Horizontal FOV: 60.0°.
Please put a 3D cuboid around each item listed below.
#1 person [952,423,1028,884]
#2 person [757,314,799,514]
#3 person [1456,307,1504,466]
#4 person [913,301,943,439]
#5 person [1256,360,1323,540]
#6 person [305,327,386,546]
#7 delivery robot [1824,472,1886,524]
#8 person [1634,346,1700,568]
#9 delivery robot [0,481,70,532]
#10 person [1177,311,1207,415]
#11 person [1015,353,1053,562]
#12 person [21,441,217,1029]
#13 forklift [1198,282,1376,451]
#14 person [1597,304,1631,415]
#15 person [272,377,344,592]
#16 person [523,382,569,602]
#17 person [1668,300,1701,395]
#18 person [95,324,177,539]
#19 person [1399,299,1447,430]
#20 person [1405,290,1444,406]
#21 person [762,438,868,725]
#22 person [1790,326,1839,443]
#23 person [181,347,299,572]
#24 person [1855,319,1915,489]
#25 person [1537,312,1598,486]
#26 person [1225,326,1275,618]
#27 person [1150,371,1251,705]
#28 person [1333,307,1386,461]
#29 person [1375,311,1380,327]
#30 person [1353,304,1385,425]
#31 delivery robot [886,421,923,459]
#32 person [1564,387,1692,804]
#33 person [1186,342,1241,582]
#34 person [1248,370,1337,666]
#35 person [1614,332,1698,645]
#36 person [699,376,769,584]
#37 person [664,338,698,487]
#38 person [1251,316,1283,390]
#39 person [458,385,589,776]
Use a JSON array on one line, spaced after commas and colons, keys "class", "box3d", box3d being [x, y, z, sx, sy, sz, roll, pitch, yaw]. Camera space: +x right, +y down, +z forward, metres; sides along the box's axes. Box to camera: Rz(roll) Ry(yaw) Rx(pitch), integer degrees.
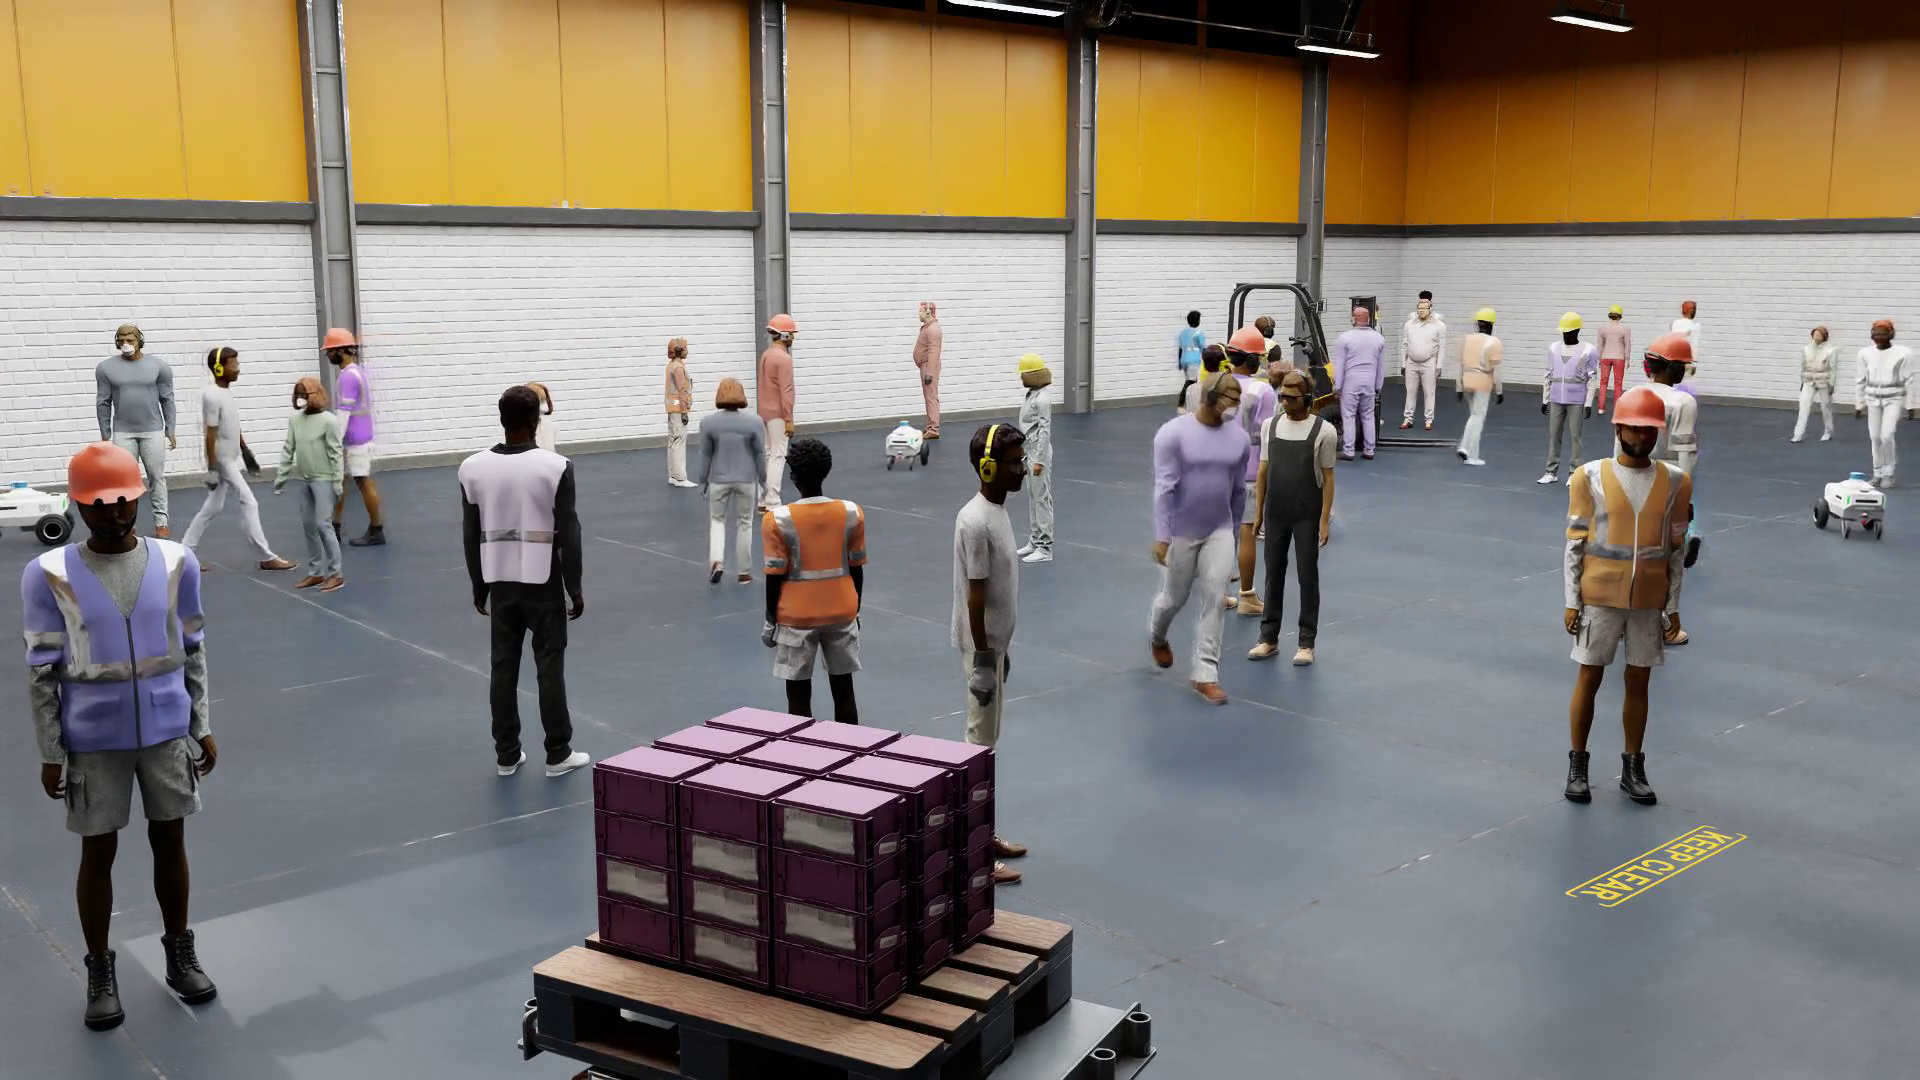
[{"class": "person", "box3d": [0.123, 0.450, 6.806, 0.310, 1.868, 0.532, 1, 10, 8]}, {"class": "person", "box3d": [-1.753, -1.201, 16.178, 0.442, 1.981, 0.625, -4, 11, -23]}, {"class": "person", "box3d": [6.298, -1.854, 20.171, 0.477, 1.912, 0.591, -6, 11, -30]}, {"class": "person", "box3d": [-0.450, -2.354, 23.114, 0.407, 1.908, 0.641, -1, 10, -5]}, {"class": "person", "box3d": [2.935, -0.796, 14.838, 0.692, 1.619, 0.526, 0, 10, -3]}, {"class": "person", "box3d": [-5.417, -0.880, 14.444, 0.770, 1.911, 0.561, -3, 10, -18]}, {"class": "delivery robot", "box3d": [8.177, -0.374, 15.200, 0.477, 0.478, 0.707, 2, 10, 12]}, {"class": "person", "box3d": [5.652, -0.658, 13.443, 0.569, 1.825, 0.720, -4, 10, -20]}, {"class": "delivery robot", "box3d": [-8.249, -0.279, 14.644, 0.707, 0.478, 0.477, -4, 11, -24]}, {"class": "person", "box3d": [3.790, -2.829, 26.619, 0.859, 1.653, 0.539, -5, 11, -29]}, {"class": "person", "box3d": [0.609, -0.687, 13.855, 0.311, 1.735, 0.484, -2, 10, -9]}, {"class": "person", "box3d": [-2.760, 0.635, 5.524, 0.552, 1.936, 0.358, -8, 13, -39]}, {"class": "forklift", "box3d": [4.328, -2.346, 22.227, 2.313, 2.155, 1.214, 3, 10, 16]}, {"class": "person", "box3d": [10.428, -2.871, 26.541, 0.525, 1.772, 0.301, 7, 12, 37]}, {"class": "person", "box3d": [-4.935, -0.428, 12.673, 0.524, 1.630, 0.336, 5, 11, 28]}, {"class": "person", "box3d": [-3.054, -0.321, 11.999, 0.286, 1.636, 0.498, 4, 11, 23]}, {"class": "person", "box3d": [10.903, -2.682, 25.149, 0.455, 1.874, 0.591, -6, 11, -29]}, {"class": "person", "box3d": [-7.328, -0.954, 14.825, 0.638, 1.938, 0.356, -3, 10, -19]}, {"class": "person", "box3d": [6.746, -2.558, 24.311, 0.639, 1.908, 0.409, 6, 11, 30]}, {"class": "person", "box3d": [7.752, -3.187, 27.814, 0.603, 1.966, 0.372, 4, 11, 24]}, {"class": "person", "box3d": [-0.683, 0.367, 7.808, 0.532, 1.693, 0.319, -5, 11, -28]}, {"class": "person", "box3d": [11.735, -2.127, 22.718, 0.869, 1.589, 0.526, -8, 13, -39]}, {"class": "person", "box3d": [-5.886, -0.632, 13.302, 0.962, 1.830, 0.540, -3, 10, -16]}, {"class": "person", "box3d": [10.089, -1.481, 18.174, 0.550, 1.851, 0.604, -7, 12, -37]}, {"class": "person", "box3d": [6.711, -1.550, 18.377, 0.585, 1.917, 0.382, 9, 13, 43]}, {"class": "person", "box3d": [1.989, -0.479, 11.735, 0.386, 2.041, 0.615, -9, 13, -42]}, {"class": "person", "box3d": [1.364, -0.046, 9.674, 0.636, 1.884, 0.861, -3, 10, -15]}, {"class": "person", "box3d": [4.945, -1.934, 20.686, 0.653, 1.900, 0.400, -3, 10, -15]}, {"class": "person", "box3d": [6.012, -2.534, 24.579, 0.328, 1.766, 0.532, -2, 10, -10]}, {"class": "person", "box3d": [6.171, -2.655, 25.057, 0.429, 1.847, 0.626, -3, 10, -20]}, {"class": "delivery robot", "box3d": [-0.664, -1.185, 19.946, 0.477, 0.478, 0.707, 1, 10, 8]}, {"class": "person", "box3d": [3.078, 0.260, 7.705, 0.544, 1.942, 0.347, 1, 10, 7]}, {"class": "person", "box3d": [1.974, -0.601, 12.957, 0.321, 1.871, 0.515, -9, 13, -43]}, {"class": "person", "box3d": [2.069, -0.139, 10.347, 0.506, 1.839, 0.343, 6, 11, 32]}, {"class": "person", "box3d": [4.577, -0.337, 10.903, 0.393, 2.041, 0.613, -4, 11, -23]}, {"class": "person", "box3d": [-1.733, -0.442, 12.743, 0.521, 1.627, 0.462, 0, 10, -2]}, {"class": "person", "box3d": [-3.092, -1.397, 18.293, 0.307, 1.640, 0.520, -4, 10, -22]}, {"class": "person", "box3d": [3.535, -1.689, 19.411, 0.429, 1.844, 0.625, -7, 12, -34]}, {"class": "person", "box3d": [-2.116, 0.210, 8.086, 0.589, 1.914, 0.392, 1, 10, 8]}]
